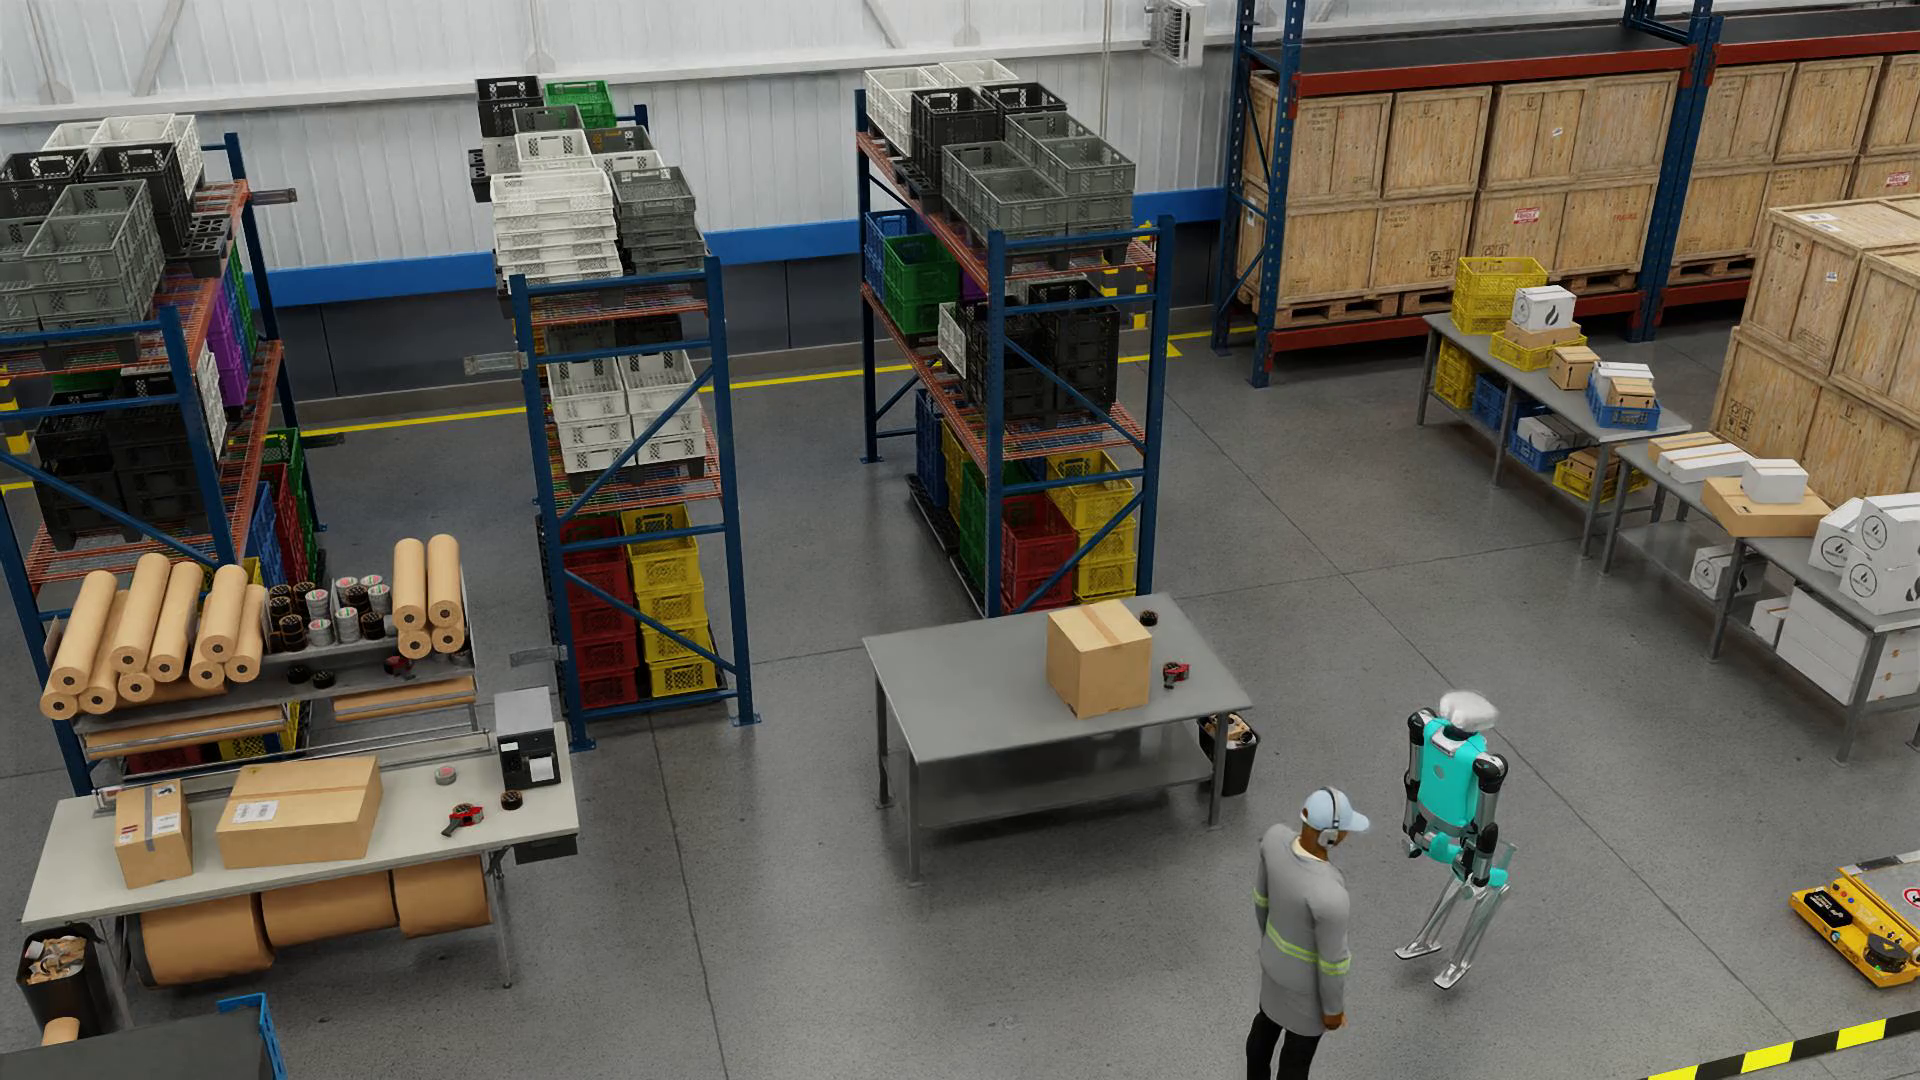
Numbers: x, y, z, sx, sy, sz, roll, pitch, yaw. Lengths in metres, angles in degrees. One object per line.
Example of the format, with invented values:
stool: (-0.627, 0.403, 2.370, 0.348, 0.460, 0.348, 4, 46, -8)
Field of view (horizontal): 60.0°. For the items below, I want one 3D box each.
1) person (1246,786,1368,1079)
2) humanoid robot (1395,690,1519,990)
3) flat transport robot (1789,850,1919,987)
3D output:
person: (1.492, 1.836, 7.182, 0.400, 1.847, 0.587, -11, 31, -19)
humanoid robot: (2.466, 1.386, 7.975, 0.735, 1.677, 0.533, -17, 33, -28)
flat transport robot: (5.163, 1.916, 8.676, 1.431, 0.231, 0.659, -8, 30, -14)
